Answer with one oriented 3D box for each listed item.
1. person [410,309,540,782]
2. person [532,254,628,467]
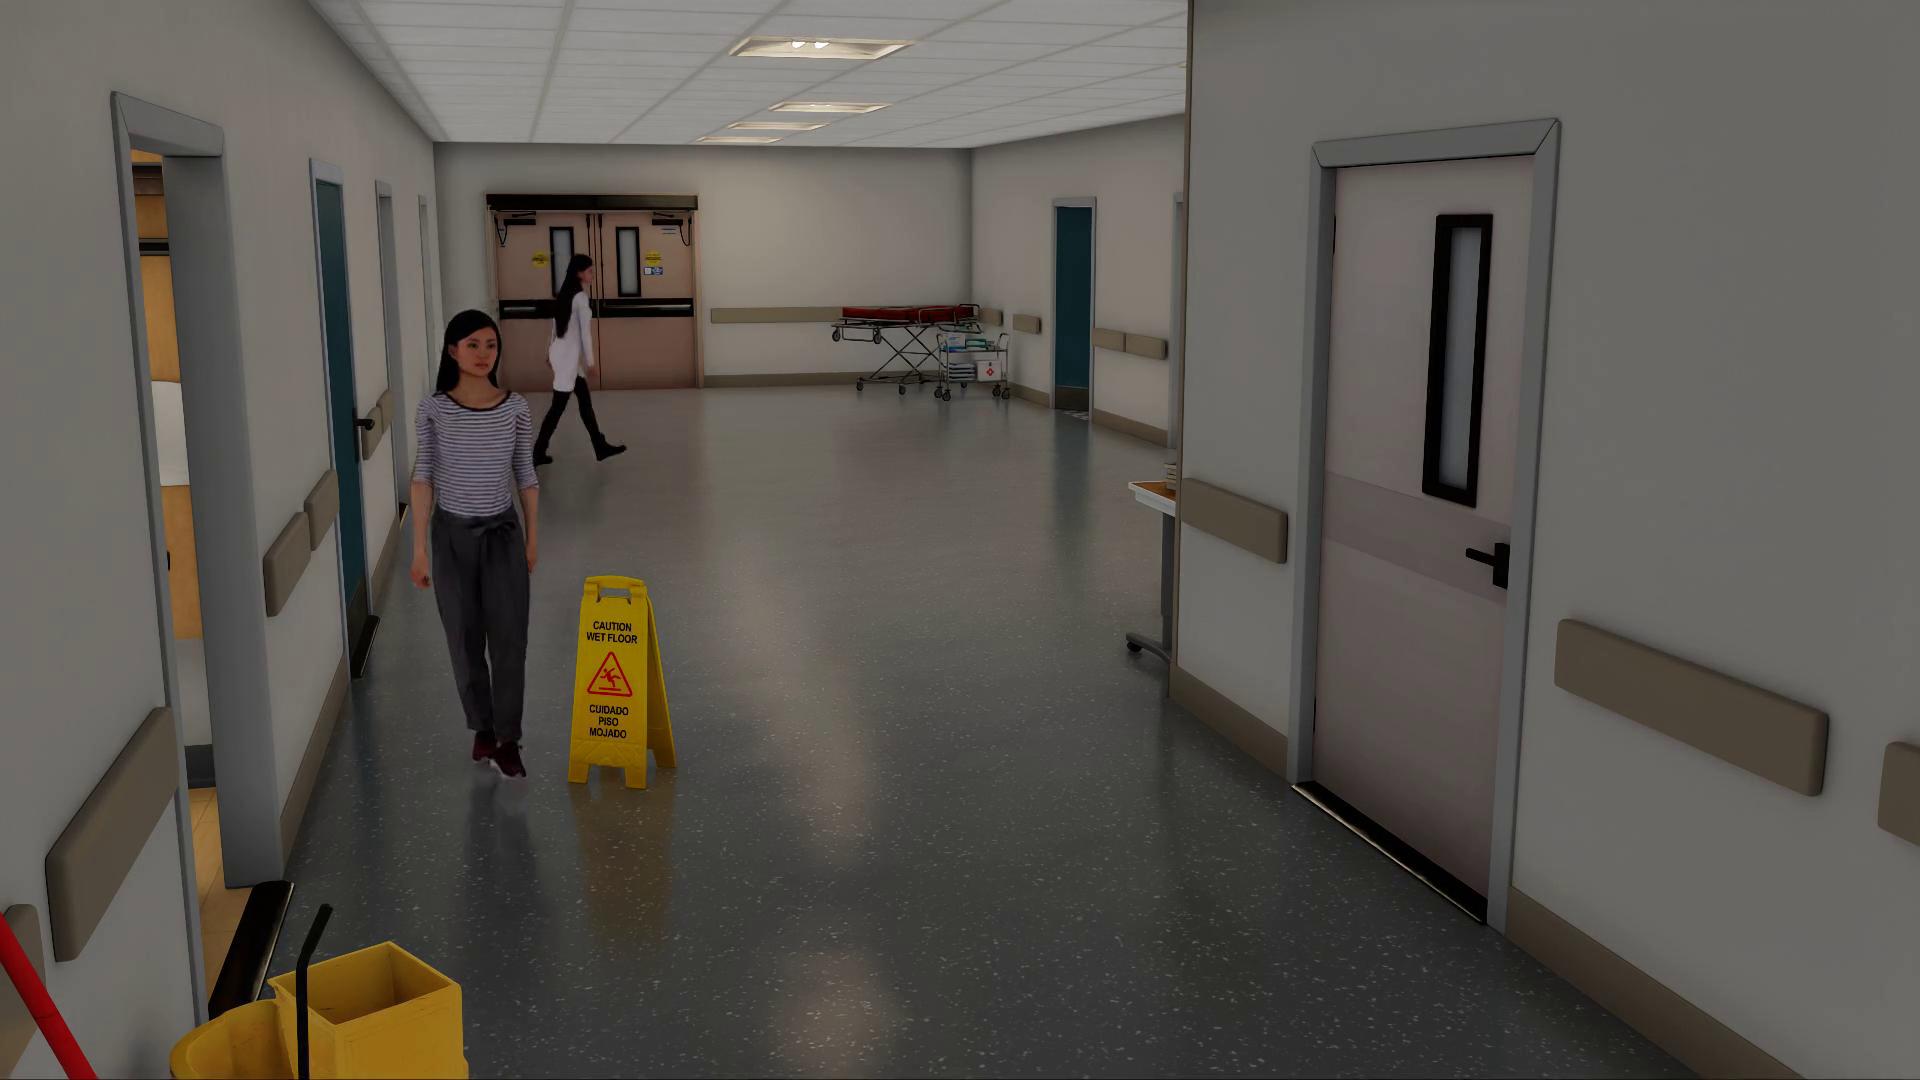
[{"bbox_3d":[-1.810,0.013,6.213,0.632,1.711,0.809,-3,11,-15],"label":"person"},{"bbox_3d":[-3.352,-1.458,13.883,0.859,1.742,1.033,-8,13,-35],"label":"person"}]
